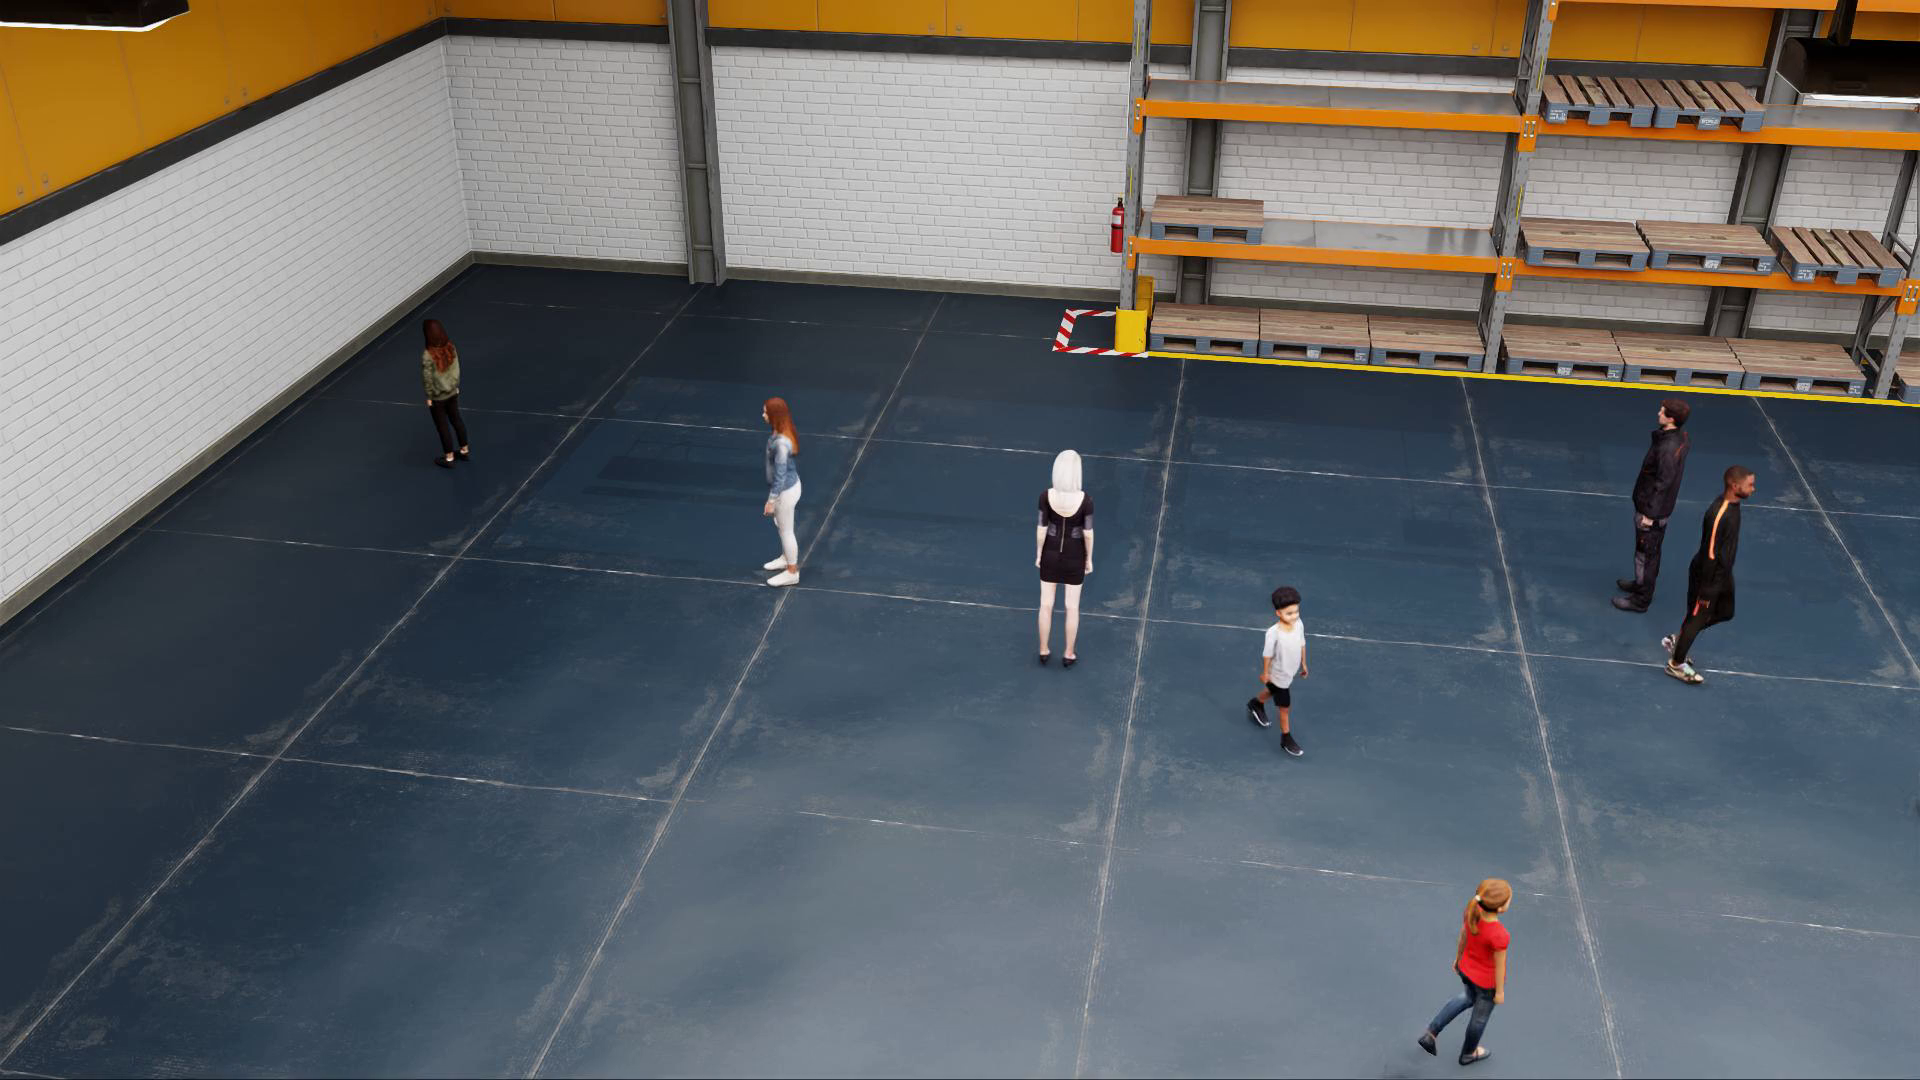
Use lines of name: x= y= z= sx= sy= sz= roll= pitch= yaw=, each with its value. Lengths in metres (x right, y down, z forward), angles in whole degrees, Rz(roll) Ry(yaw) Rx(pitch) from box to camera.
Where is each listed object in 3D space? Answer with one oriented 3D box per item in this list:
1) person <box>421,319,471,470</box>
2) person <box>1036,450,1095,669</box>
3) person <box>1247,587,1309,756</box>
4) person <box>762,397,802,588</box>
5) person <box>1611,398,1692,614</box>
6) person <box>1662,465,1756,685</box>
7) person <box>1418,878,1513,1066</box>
person: x=-4.926 y=-1.407 z=15.854 sx=0.589 sy=1.475 sz=0.623 roll=13 pitch=31 yaw=23
person: x=0.783 y=0.159 z=12.615 sx=0.417 sy=1.829 sz=0.637 roll=4 pitch=29 yaw=8
person: x=2.277 y=0.865 z=11.931 sx=0.849 sy=1.245 sz=0.889 roll=-17 pitch=33 yaw=-29
person: x=-1.403 y=-0.413 z=13.805 sx=0.685 sy=1.694 sz=0.713 roll=-3 pitch=29 yaw=-5
person: x=5.625 y=-0.291 z=13.429 sx=0.696 sy=1.840 sz=0.789 roll=14 pitch=32 yaw=24
person: x=5.560 y=0.230 z=12.520 sx=0.835 sy=1.795 sz=0.795 roll=22 pitch=35 yaw=34
person: x=2.785 y=2.390 z=9.080 sx=0.770 sy=1.298 sz=0.662 roll=-10 pitch=30 yaw=-18
